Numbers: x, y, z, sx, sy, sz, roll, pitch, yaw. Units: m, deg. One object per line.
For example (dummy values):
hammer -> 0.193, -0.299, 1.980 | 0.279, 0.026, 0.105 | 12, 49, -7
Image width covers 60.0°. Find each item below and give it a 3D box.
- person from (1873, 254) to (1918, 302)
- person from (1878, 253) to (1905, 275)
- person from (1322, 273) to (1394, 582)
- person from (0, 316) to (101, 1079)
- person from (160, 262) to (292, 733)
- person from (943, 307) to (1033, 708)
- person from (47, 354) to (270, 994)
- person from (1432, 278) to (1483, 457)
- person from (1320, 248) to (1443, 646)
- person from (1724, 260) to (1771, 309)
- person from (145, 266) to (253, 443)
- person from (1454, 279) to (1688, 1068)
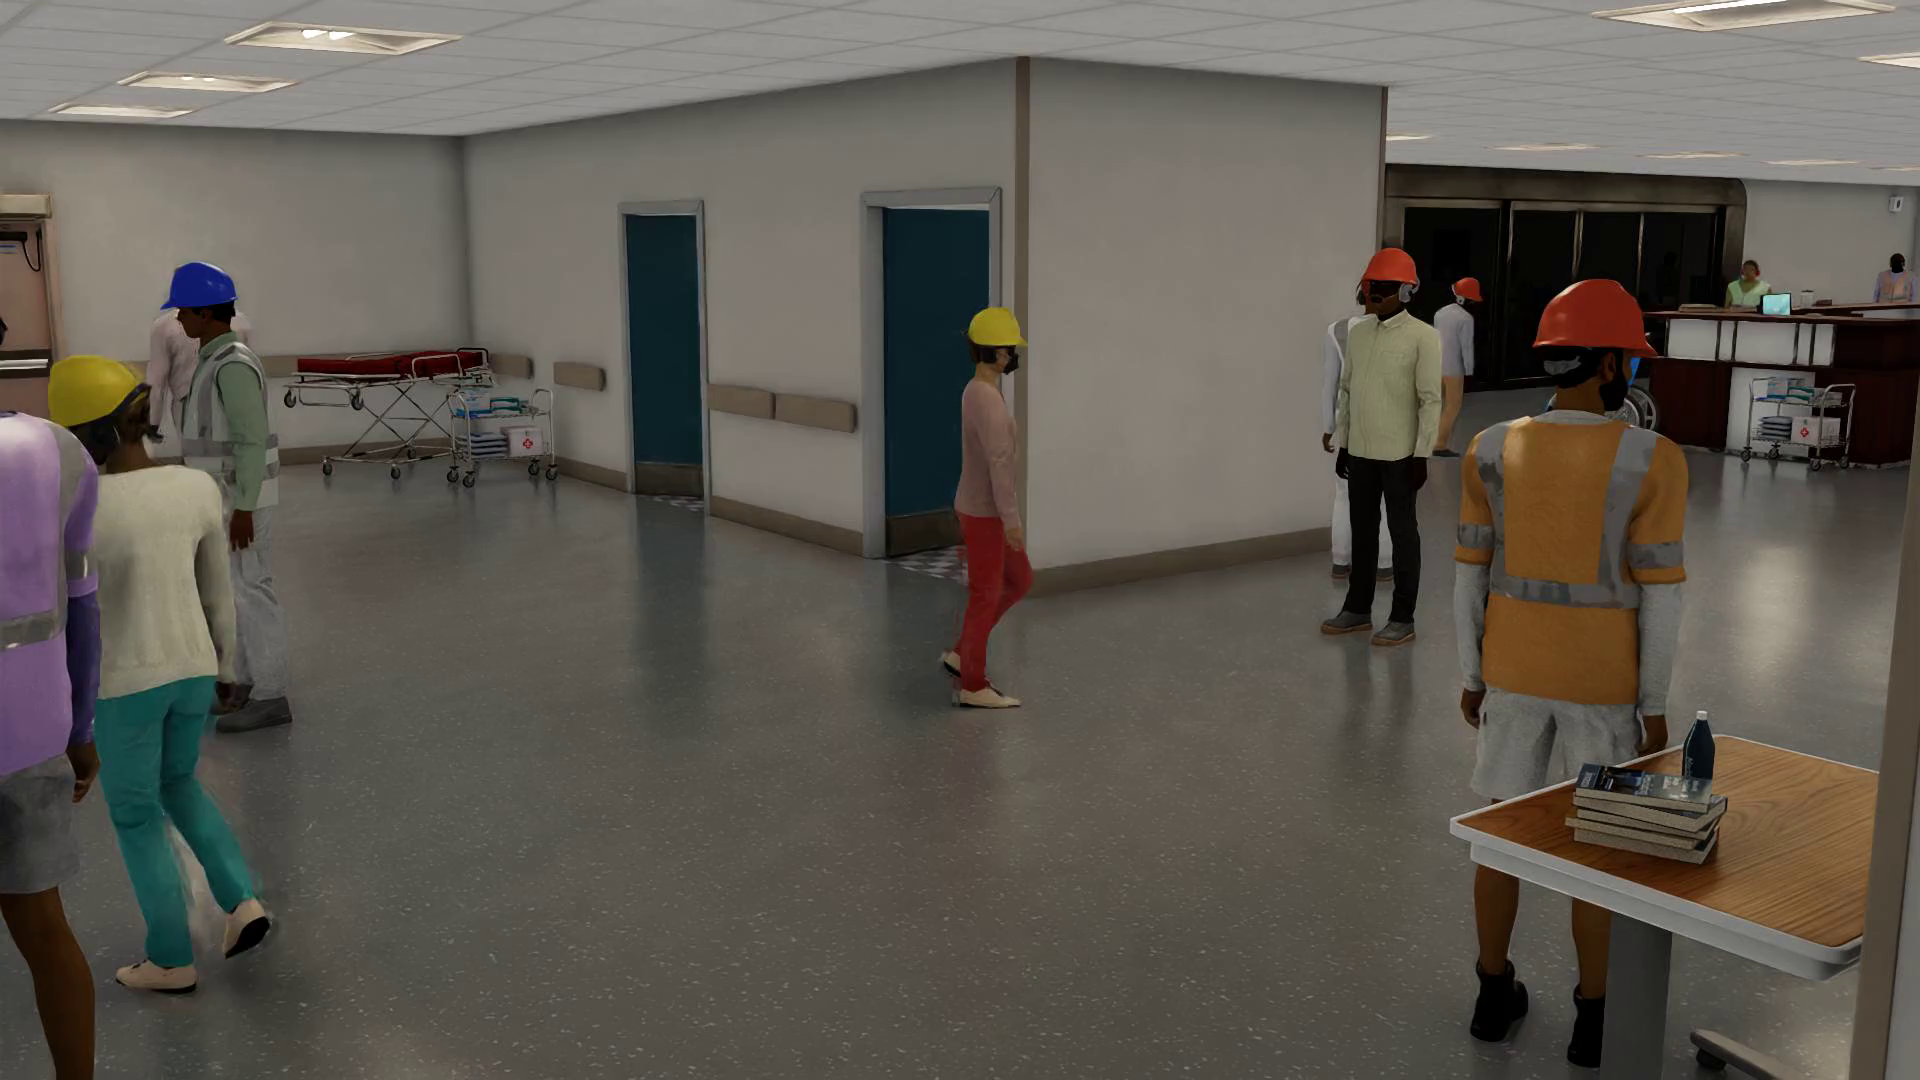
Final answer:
person -> 15.449, -3.800, 27.533 | 0.637, 1.842, 0.429 | 8, 13, 39
person -> 15.692, -3.896, 28.042 | 0.520, 1.856, 0.333 | 8, 13, 38
person -> 2.458, -0.682, 9.979 | 0.568, 1.878, 0.351 | 3, 10, 14
person -> -2.046, 0.413, 3.423 | 0.409, 2.028, 0.615 | 3, 11, 17
person -> -3.043, -0.175, 6.932 | 0.398, 1.943, 0.616 | -6, 12, -32
person -> 0.152, -0.121, 7.173 | 0.372, 1.754, 0.530 | 0, 10, 1
person -> -2.173, 0.376, 4.430 | 0.372, 1.740, 0.528 | 5, 11, 24
person -> 4.634, -1.631, 15.761 | 0.408, 1.703, 0.687 | -4, 11, -19
person -> 2.147, -0.469, 8.435 | 0.375, 1.997, 0.612 | -7, 12, -35
person -> 10.782, -2.937, 22.843 | 0.987, 1.795, 0.573 | -10, 14, -44
person -> -4.952, -0.827, 10.781 | 0.896, 1.866, 0.666 | 9, 13, 41
person -> 1.502, 0.330, 4.136 | 0.547, 1.934, 0.376 | 8, 13, 38
